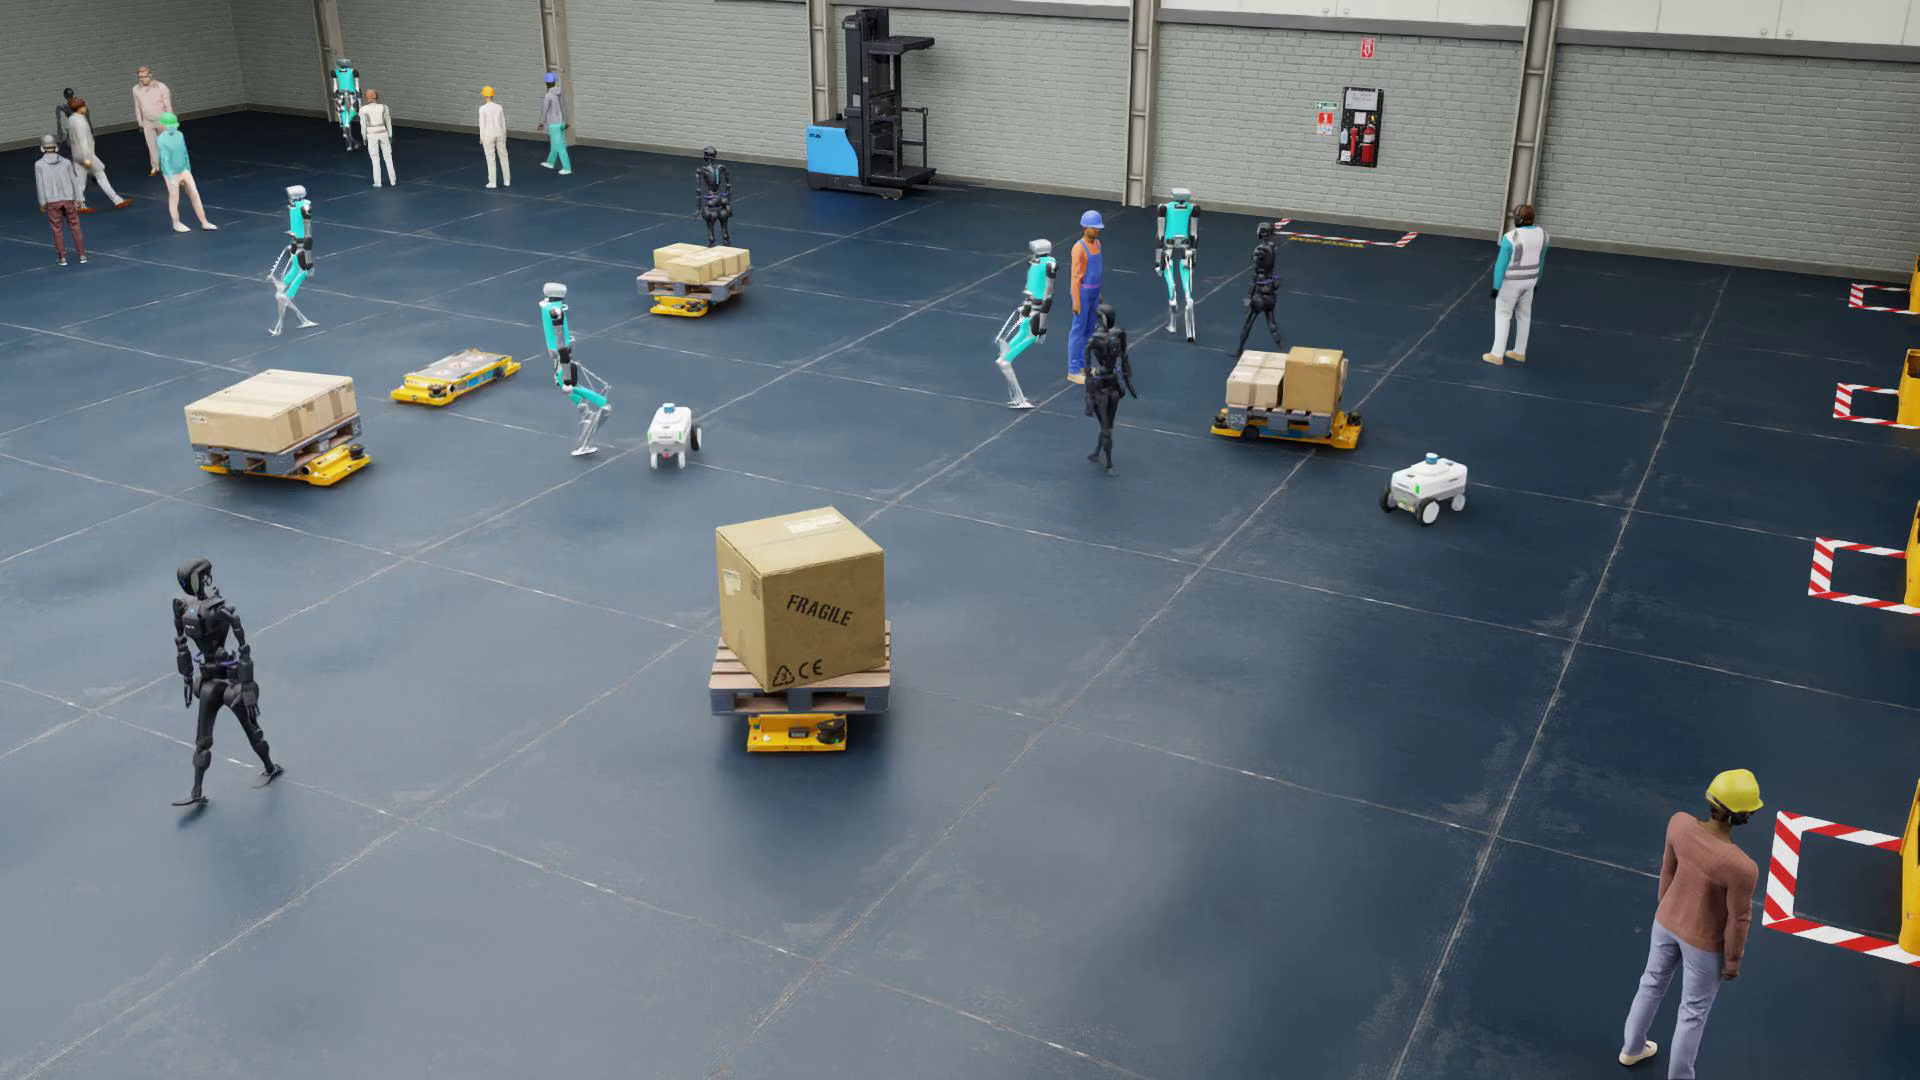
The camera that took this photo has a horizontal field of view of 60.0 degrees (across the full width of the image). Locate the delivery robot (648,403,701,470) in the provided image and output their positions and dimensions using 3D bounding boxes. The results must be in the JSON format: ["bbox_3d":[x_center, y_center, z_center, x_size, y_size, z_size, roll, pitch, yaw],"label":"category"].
[{"bbox_3d":[-2.820,-1.042,16.219,0.499,0.589,0.784,-1,23,-1],"label":"delivery robot"}]

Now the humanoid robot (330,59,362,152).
[{"bbox_3d":[-11.506,-8.063,31.116,0.542,1.745,1.031,0,23,1],"label":"humanoid robot"}]

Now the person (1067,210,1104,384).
[{"bbox_3d":[1.404,-2.686,18.341,0.370,1.906,0.531,15,28,31],"label":"person"}]

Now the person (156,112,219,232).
[{"bbox_3d":[-11.710,-5.523,25.058,0.865,1.816,0.564,12,26,26],"label":"person"}]

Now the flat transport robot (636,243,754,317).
[{"bbox_3d":[-3.399,-3.167,21.535,0.659,0.231,1.431,6,24,15],"label":"flat transport robot"}]

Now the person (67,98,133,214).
[{"bbox_3d":[-13.810,-6.131,26.504,0.539,1.792,0.899,21,31,40],"label":"person"}]

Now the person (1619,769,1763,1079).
[{"bbox_3d":[3.528,1.865,7.942,0.344,1.759,0.516,-11,25,-23],"label":"person"}]

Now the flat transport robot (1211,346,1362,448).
[{"bbox_3d":[3.342,-1.202,16.962,1.431,0.231,0.659,7,24,17],"label":"flat transport robot"}]

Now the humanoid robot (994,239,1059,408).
[{"bbox_3d":[0.631,-2.256,17.544,0.794,1.750,0.600,-10,25,-22],"label":"humanoid robot"}]

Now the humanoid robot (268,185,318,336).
[{"bbox_3d":[-8.173,-3.309,20.125,0.801,1.880,0.554,-18,29,-36],"label":"humanoid robot"}]

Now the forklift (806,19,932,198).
[{"bbox_3d":[-1.573,-7.292,27.850,1.873,2.768,1.129,12,26,25],"label":"forklift"}]

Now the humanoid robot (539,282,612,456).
[{"bbox_3d":[-3.648,-1.591,16.074,0.706,1.858,0.541,-10,25,-21],"label":"humanoid robot"}]

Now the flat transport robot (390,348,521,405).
[{"bbox_3d":[-5.557,-1.806,18.368,0.659,0.231,1.431,9,25,20],"label":"flat transport robot"}]

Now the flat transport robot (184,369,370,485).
[{"bbox_3d":[-6.495,-0.780,15.978,1.431,0.231,0.659,7,24,15],"label":"flat transport robot"}]

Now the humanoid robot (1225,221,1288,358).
[{"bbox_3d":[3.483,-2.838,19.049,0.786,1.631,0.603,15,27,31],"label":"humanoid robot"}]

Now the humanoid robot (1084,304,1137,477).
[{"bbox_3d":[1.411,-1.434,15.759,0.607,1.649,0.634,-20,30,-39],"label":"humanoid robot"}]

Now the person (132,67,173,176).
[{"bbox_3d":[-14.131,-7.339,29.208,0.635,1.888,0.434,-2,23,-4],"label":"person"}]

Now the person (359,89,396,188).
[{"bbox_3d":[-9.930,-6.850,28.371,0.521,1.638,0.308,-14,27,-29],"label":"person"}]

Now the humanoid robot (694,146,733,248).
[{"bbox_3d":[-3.426,-4.643,23.166,0.599,1.659,0.315,-17,29,-35],"label":"humanoid robot"}]

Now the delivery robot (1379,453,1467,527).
[{"bbox_3d":[4.197,-0.486,14.914,0.774,0.581,0.499,-16,28,-32],"label":"delivery robot"}]

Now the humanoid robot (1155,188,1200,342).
[{"bbox_3d":[2.662,-3.223,19.915,0.548,1.858,0.852,-4,24,-10],"label":"humanoid robot"}]

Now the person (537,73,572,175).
[{"bbox_3d":[-7.261,-7.373,29.465,0.860,1.742,0.532,9,25,19],"label":"person"}]

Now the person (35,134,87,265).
[{"bbox_3d":[-12.638,-4.780,23.346,0.548,1.806,0.380,-17,28,-34],"label":"person"}]

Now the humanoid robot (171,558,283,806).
[{"bbox_3d":[-4.624,0.896,10.328,0.590,1.634,0.718,8,24,17],"label":"humanoid robot"}]

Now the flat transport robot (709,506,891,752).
[{"bbox_3d":[-1.088,1.062,11.690,0.659,0.231,1.431,-1,23,-1],"label":"flat transport robot"}]

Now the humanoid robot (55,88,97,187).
[{"bbox_3d":[-15.059,-6.853,28.343,0.601,1.644,0.408,-19,30,-37],"label":"humanoid robot"}]

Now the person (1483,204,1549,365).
[{"bbox_3d":[6.344,-2.916,18.969,0.649,1.834,0.429,-9,25,-20],"label":"person"}]

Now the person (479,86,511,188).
[{"bbox_3d":[-7.935,-6.852,28.303,0.481,1.697,0.312,-18,29,-36],"label":"person"}]
